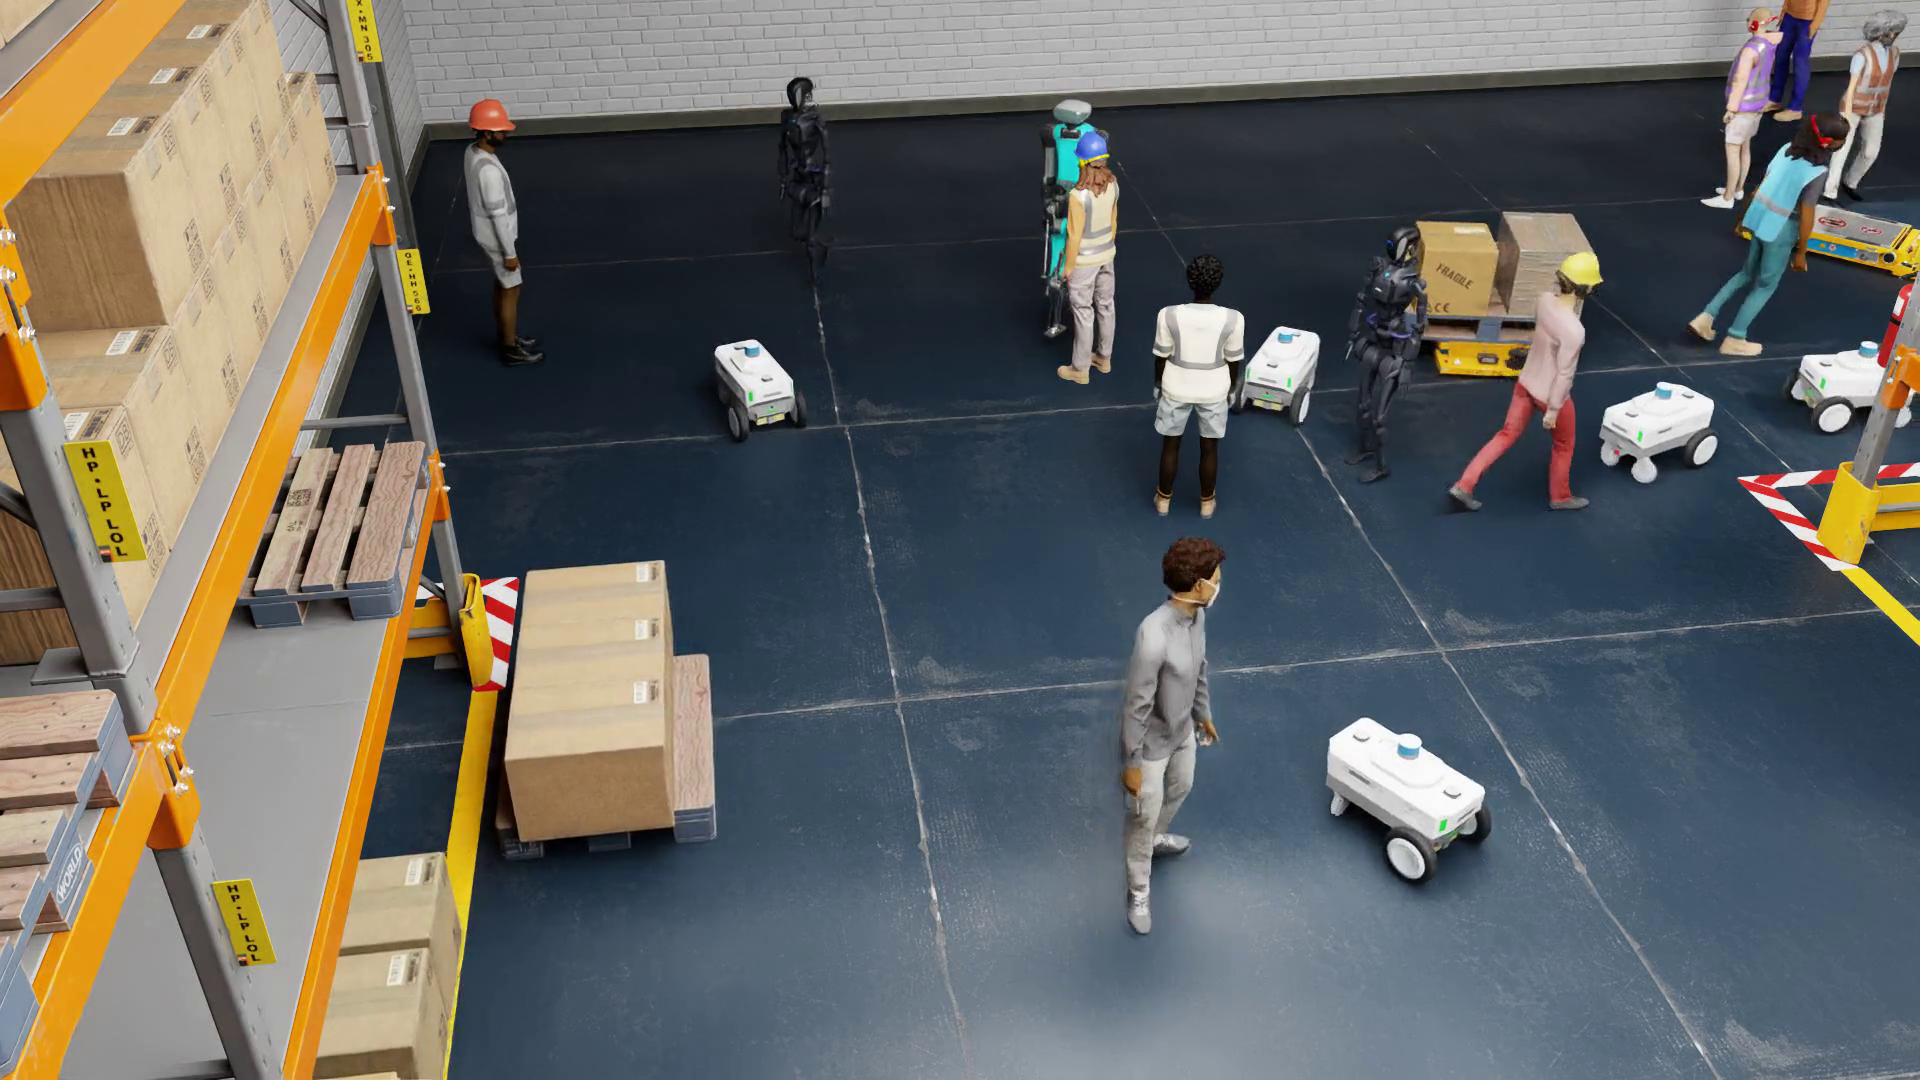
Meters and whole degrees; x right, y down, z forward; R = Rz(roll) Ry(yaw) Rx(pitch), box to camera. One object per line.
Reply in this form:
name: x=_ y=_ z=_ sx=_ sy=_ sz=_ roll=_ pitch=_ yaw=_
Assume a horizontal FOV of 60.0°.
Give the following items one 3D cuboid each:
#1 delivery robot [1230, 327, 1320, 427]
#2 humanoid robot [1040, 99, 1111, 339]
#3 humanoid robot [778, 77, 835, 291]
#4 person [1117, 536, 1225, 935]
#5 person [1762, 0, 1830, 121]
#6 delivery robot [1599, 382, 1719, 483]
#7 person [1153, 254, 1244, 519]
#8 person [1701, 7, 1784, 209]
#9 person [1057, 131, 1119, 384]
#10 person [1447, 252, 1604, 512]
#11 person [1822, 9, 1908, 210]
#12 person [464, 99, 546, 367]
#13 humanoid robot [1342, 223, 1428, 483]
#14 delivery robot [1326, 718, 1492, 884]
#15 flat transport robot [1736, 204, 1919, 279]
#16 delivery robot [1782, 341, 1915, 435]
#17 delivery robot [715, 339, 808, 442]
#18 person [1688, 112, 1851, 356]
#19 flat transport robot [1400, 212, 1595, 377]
delivery robot: x=2.190 y=-1.143 z=11.359 sx=0.499 sy=0.612 sz=0.815 roll=15 pitch=36 yaw=22
humanoid robot: x=0.744 y=-2.234 z=11.952 sx=0.577 sy=1.738 sz=1.054 roll=17 pitch=37 yaw=24
humanoid robot: x=-1.120 y=-2.758 z=12.800 sx=0.586 sy=1.644 sz=0.477 roll=26 pitch=41 yaw=33
person: x=0.852 y=0.804 z=7.150 sx=0.372 sy=1.881 sz=0.670 roll=23 pitch=40 yaw=31
person: x=8.135 y=-5.076 z=16.078 sx=0.404 sy=1.971 sz=0.517 roll=-9 pitch=34 yaw=-14
delivery robot: x=4.510 y=-0.728 z=10.724 sx=0.786 sy=0.614 sz=0.514 roll=-17 pitch=37 yaw=-24
person: x=1.400 y=-0.892 z=9.918 sx=0.535 sy=1.692 sz=0.319 roll=4 pitch=33 yaw=6
person: x=6.701 y=-3.696 z=14.227 sx=0.358 sy=1.682 sz=0.496 roll=26 pitch=41 yaw=34
person: x=0.878 y=-1.929 z=11.426 sx=0.466 sy=1.778 sz=0.324 roll=-26 pitch=41 yaw=-34
person: x=3.446 y=-0.910 z=9.909 sx=0.882 sy=1.724 sz=0.512 roll=-8 pitch=34 yaw=-13
person: x=7.717 y=-3.665 z=14.175 sx=0.471 sy=1.681 sz=0.352 roll=-5 pitch=33 yaw=-7
person: x=-3.194 y=-2.128 z=11.602 sx=0.379 sy=1.926 sz=0.547 roll=-15 pitch=36 yaw=-22
humanoid robot: x=2.635 y=-1.187 z=10.375 sx=0.356 sy=1.650 sz=0.589 roll=-20 pitch=38 yaw=-27
delivery robot: x=2.097 y=1.190 z=7.784 sx=0.519 sy=0.613 sz=0.784 roll=-25 pitch=41 yaw=-33
flat transport robot: x=7.232 y=-2.497 z=13.678 sx=1.431 sy=0.231 sz=0.659 roll=23 pitch=40 yaw=31
delivery robot: x=6.012 y=-1.040 z=11.198 sx=0.805 sy=0.609 sz=0.499 roll=-1 pitch=33 yaw=-2
delivery robot: x=-1.376 y=-1.049 z=11.184 sx=0.499 sy=0.579 sz=0.753 roll=-15 pitch=36 yaw=-22
person: x=5.680 y=-2.129 z=11.682 sx=0.600 sy=1.836 sz=0.580 roll=-5 pitch=33 yaw=-7
flat transport robot: x=3.789 y=-1.607 z=12.315 sx=0.659 sy=0.231 sz=1.431 roll=3 pitch=33 yaw=4
